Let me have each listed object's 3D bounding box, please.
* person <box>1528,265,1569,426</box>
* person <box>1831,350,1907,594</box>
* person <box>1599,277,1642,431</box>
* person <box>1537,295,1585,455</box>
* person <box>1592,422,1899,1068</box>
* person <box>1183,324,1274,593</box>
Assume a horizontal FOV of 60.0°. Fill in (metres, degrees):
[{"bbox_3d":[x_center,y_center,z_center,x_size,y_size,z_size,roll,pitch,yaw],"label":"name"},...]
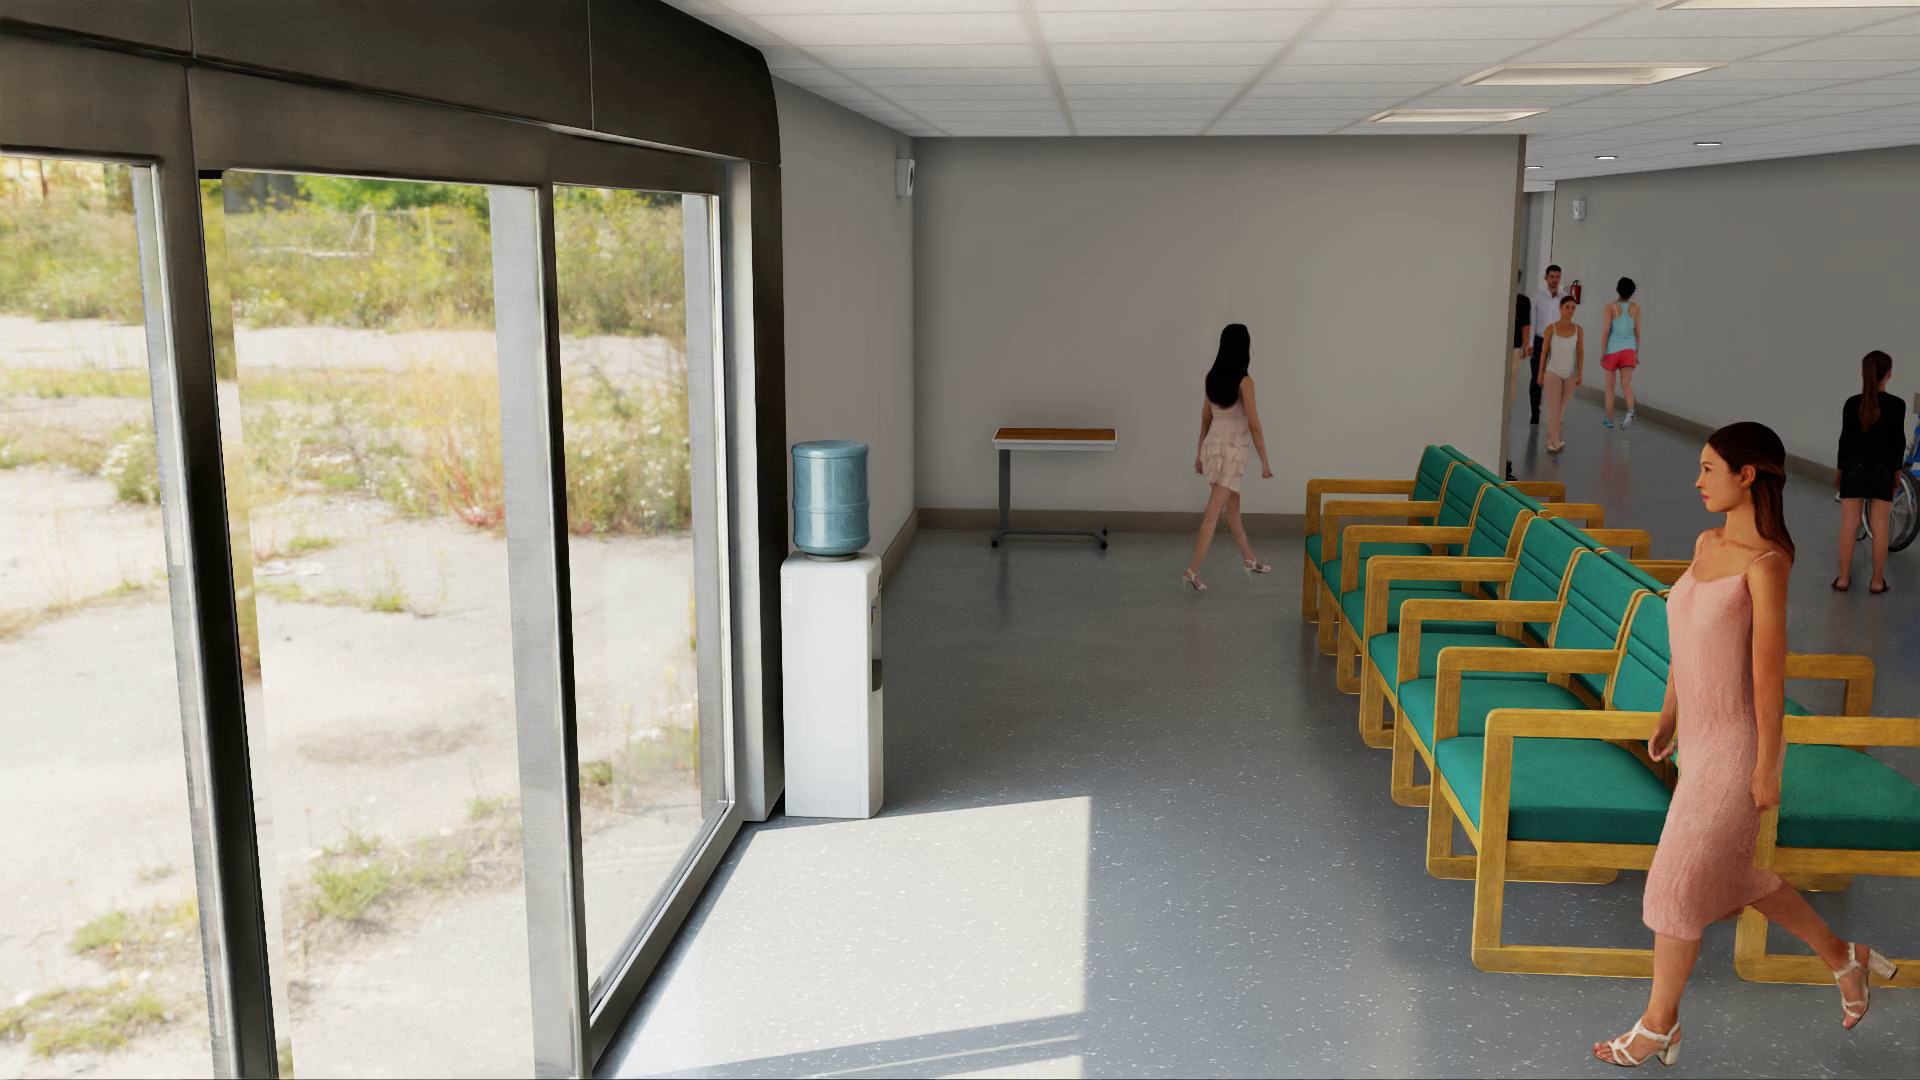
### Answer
[{"bbox_3d":[6.940,-2.319,19.670,0.613,1.866,0.735,3,11,15],"label":"person"},{"bbox_3d":[5.866,-0.447,10.742,0.582,1.555,0.681,5,12,27],"label":"person"},{"bbox_3d":[7.494,-2.069,18.830,1.139,1.727,0.717,2,11,9],"label":"person"},{"bbox_3d":[6.120,-1.660,17.015,0.982,1.601,0.668,0,11,1],"label":"person"},{"bbox_3d":[2.195,0.595,4.578,1.059,1.806,0.589,1,11,4],"label":"person"},{"bbox_3d":[1.608,-0.485,10.552,1.054,1.702,0.924,-7,13,-31],"label":"person"}]
